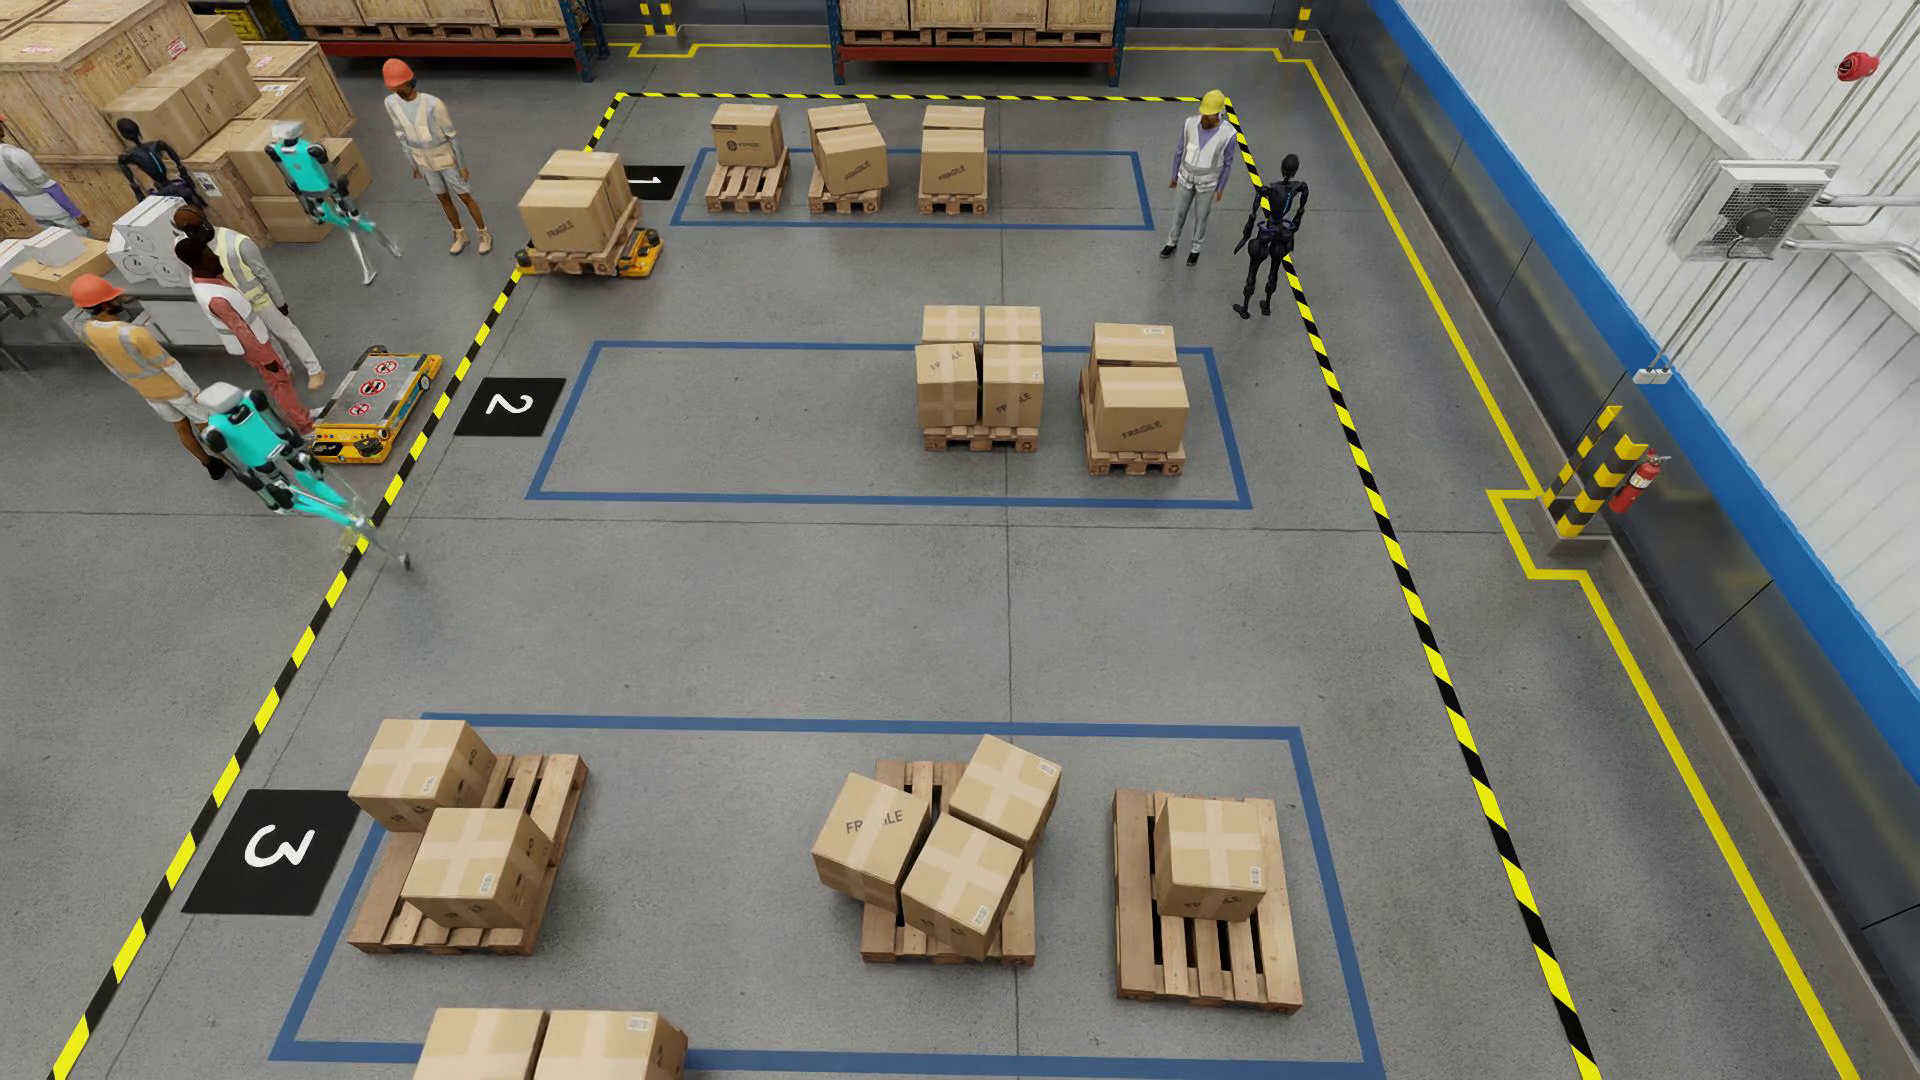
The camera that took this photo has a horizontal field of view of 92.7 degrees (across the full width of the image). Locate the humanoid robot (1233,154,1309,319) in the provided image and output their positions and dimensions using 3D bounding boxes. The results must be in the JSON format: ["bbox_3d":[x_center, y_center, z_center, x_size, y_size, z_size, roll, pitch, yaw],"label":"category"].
[{"bbox_3d":[3.011,-2.935,8.920,0.599,1.653,0.315,-6,50,-5],"label":"humanoid robot"}]

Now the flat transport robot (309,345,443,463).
[{"bbox_3d":[-5.383,-1.269,8.441,0.659,0.231,1.431,1,50,1],"label":"flat transport robot"}]

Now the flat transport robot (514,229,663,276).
[{"bbox_3d":[-4.055,-3.169,10.031,1.431,0.197,0.652,2,50,1],"label":"flat transport robot"}]

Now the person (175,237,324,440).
[{"bbox_3d":[-5.924,-1.650,7.683,0.378,1.917,0.599,-33,57,-25],"label":"person"}]

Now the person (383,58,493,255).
[{"bbox_3d":[-5.447,-3.939,9.537,0.606,2.047,0.365,0,50,0],"label":"person"}]

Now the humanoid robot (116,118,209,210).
[{"bbox_3d":[-8.122,-3.493,9.421,0.600,1.637,0.602,19,52,16],"label":"humanoid robot"}]

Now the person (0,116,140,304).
[{"bbox_3d":[-8.873,-3.248,8.958,0.605,2.038,0.377,8,50,7],"label":"person"}]

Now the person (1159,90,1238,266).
[{"bbox_3d":[2.465,-3.729,9.498,0.599,1.829,0.404,24,54,19],"label":"person"}]

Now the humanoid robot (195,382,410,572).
[{"bbox_3d":[-4.660,-0.385,6.747,0.960,1.766,0.544,9,50,8],"label":"humanoid robot"}]

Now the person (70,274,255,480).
[{"bbox_3d":[-6.346,-1.249,7.332,0.550,1.933,0.365,6,50,5],"label":"person"}]

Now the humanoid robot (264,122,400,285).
[{"bbox_3d":[-6.321,-3.463,9.399,0.546,1.876,0.818,-1,50,-1],"label":"humanoid robot"}]

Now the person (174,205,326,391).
[{"bbox_3d":[-6.311,-2.114,8.133,0.622,1.837,0.429,-3,50,-3],"label":"person"}]
